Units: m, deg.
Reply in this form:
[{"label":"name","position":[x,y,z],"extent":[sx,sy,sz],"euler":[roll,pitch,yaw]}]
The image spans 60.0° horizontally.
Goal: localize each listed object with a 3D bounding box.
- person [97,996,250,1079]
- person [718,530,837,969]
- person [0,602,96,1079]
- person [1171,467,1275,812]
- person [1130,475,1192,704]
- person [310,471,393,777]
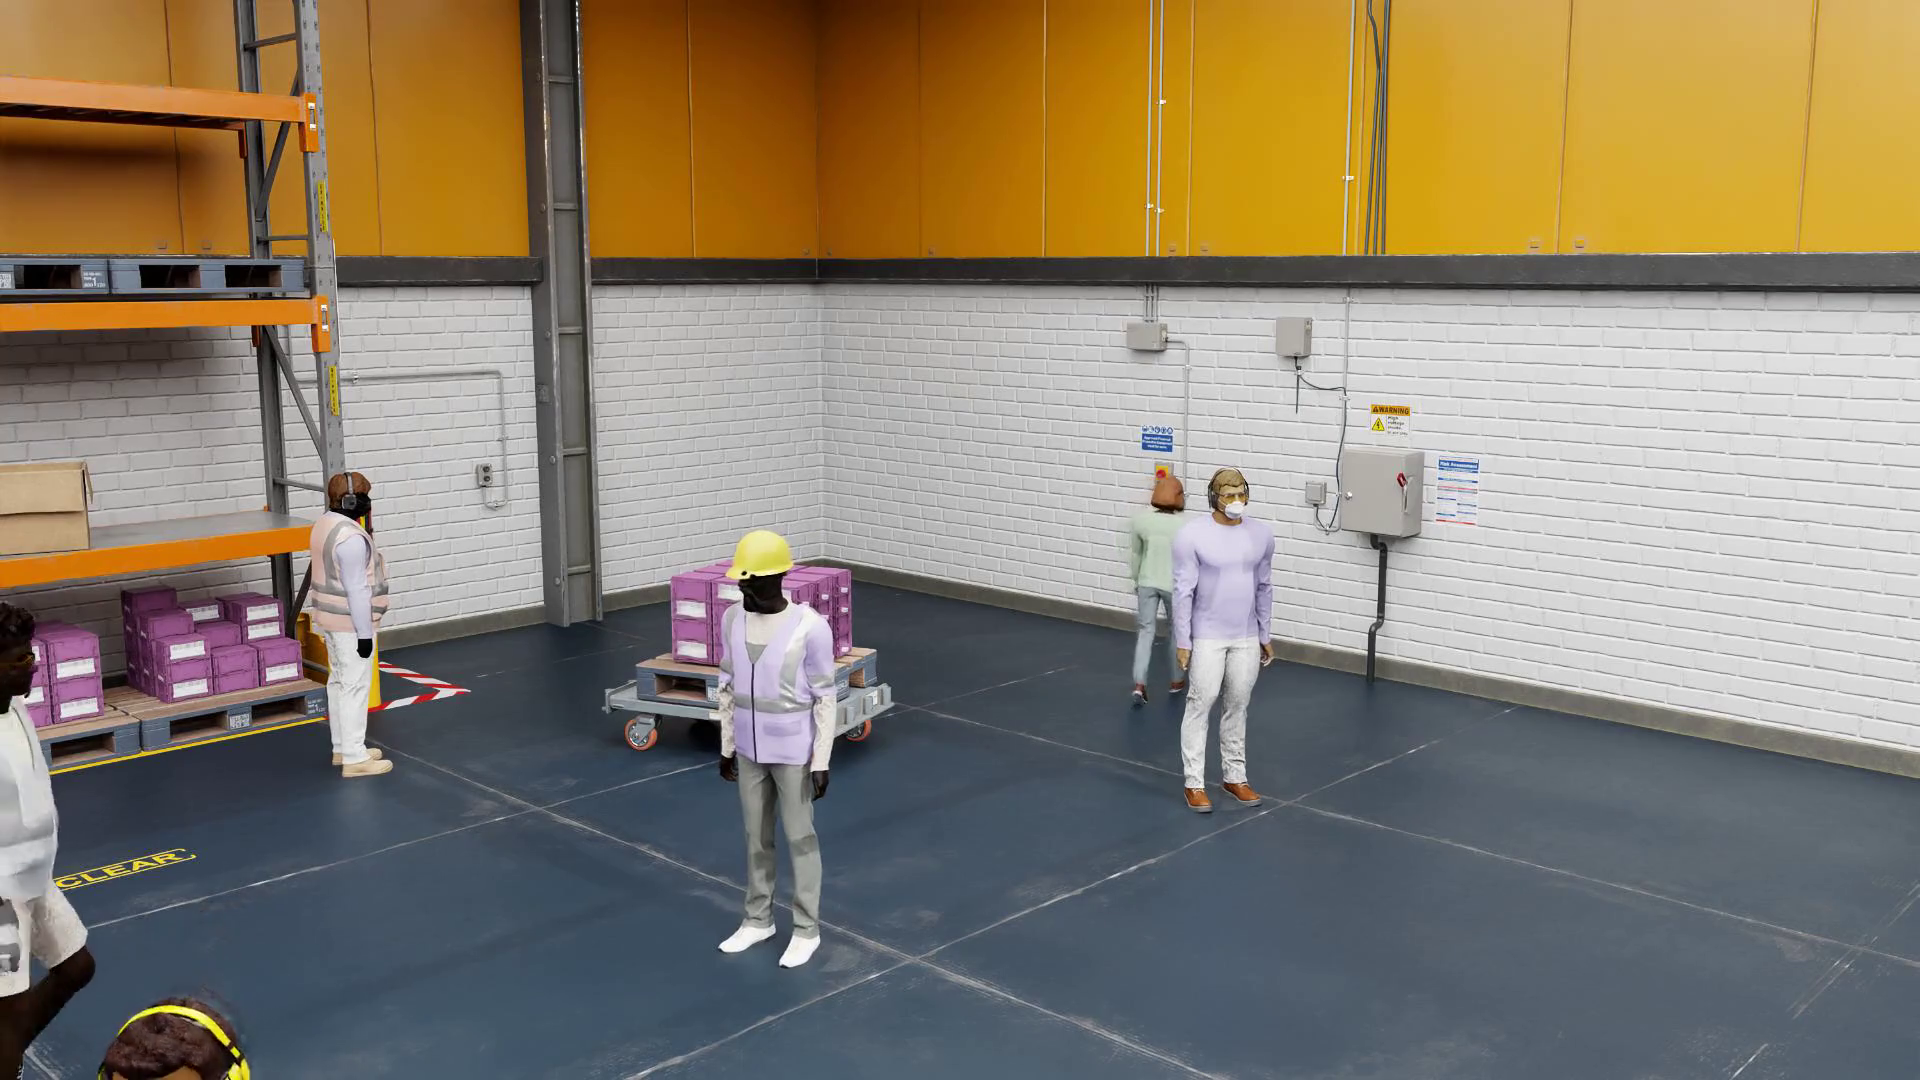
[{"label":"person","position":[-1.338,1.663,2.936],"extent":[0.503,1.816,1.023],"euler":[0,9,0]},{"label":"person","position":[-0.816,0.903,7.244],"extent":[0.591,1.923,0.381],"euler":[6,11,31]},{"label":"person","position":[-3.186,1.160,5.584],"extent":[0.423,1.947,0.624],"euler":[-2,9,-11]},{"label":"person","position":[1.483,0.553,9.349],"extent":[0.632,1.939,0.368],"euler":[-3,10,-20]},{"label":"person","position":[1.414,0.340,11.692],"extent":[0.500,1.599,0.804],"euler":[3,10,20]},{"label":"person","position":[-3.653,0.500,10.011],"extent":[0.430,1.836,0.619],"euler":[-7,11,-36]}]
